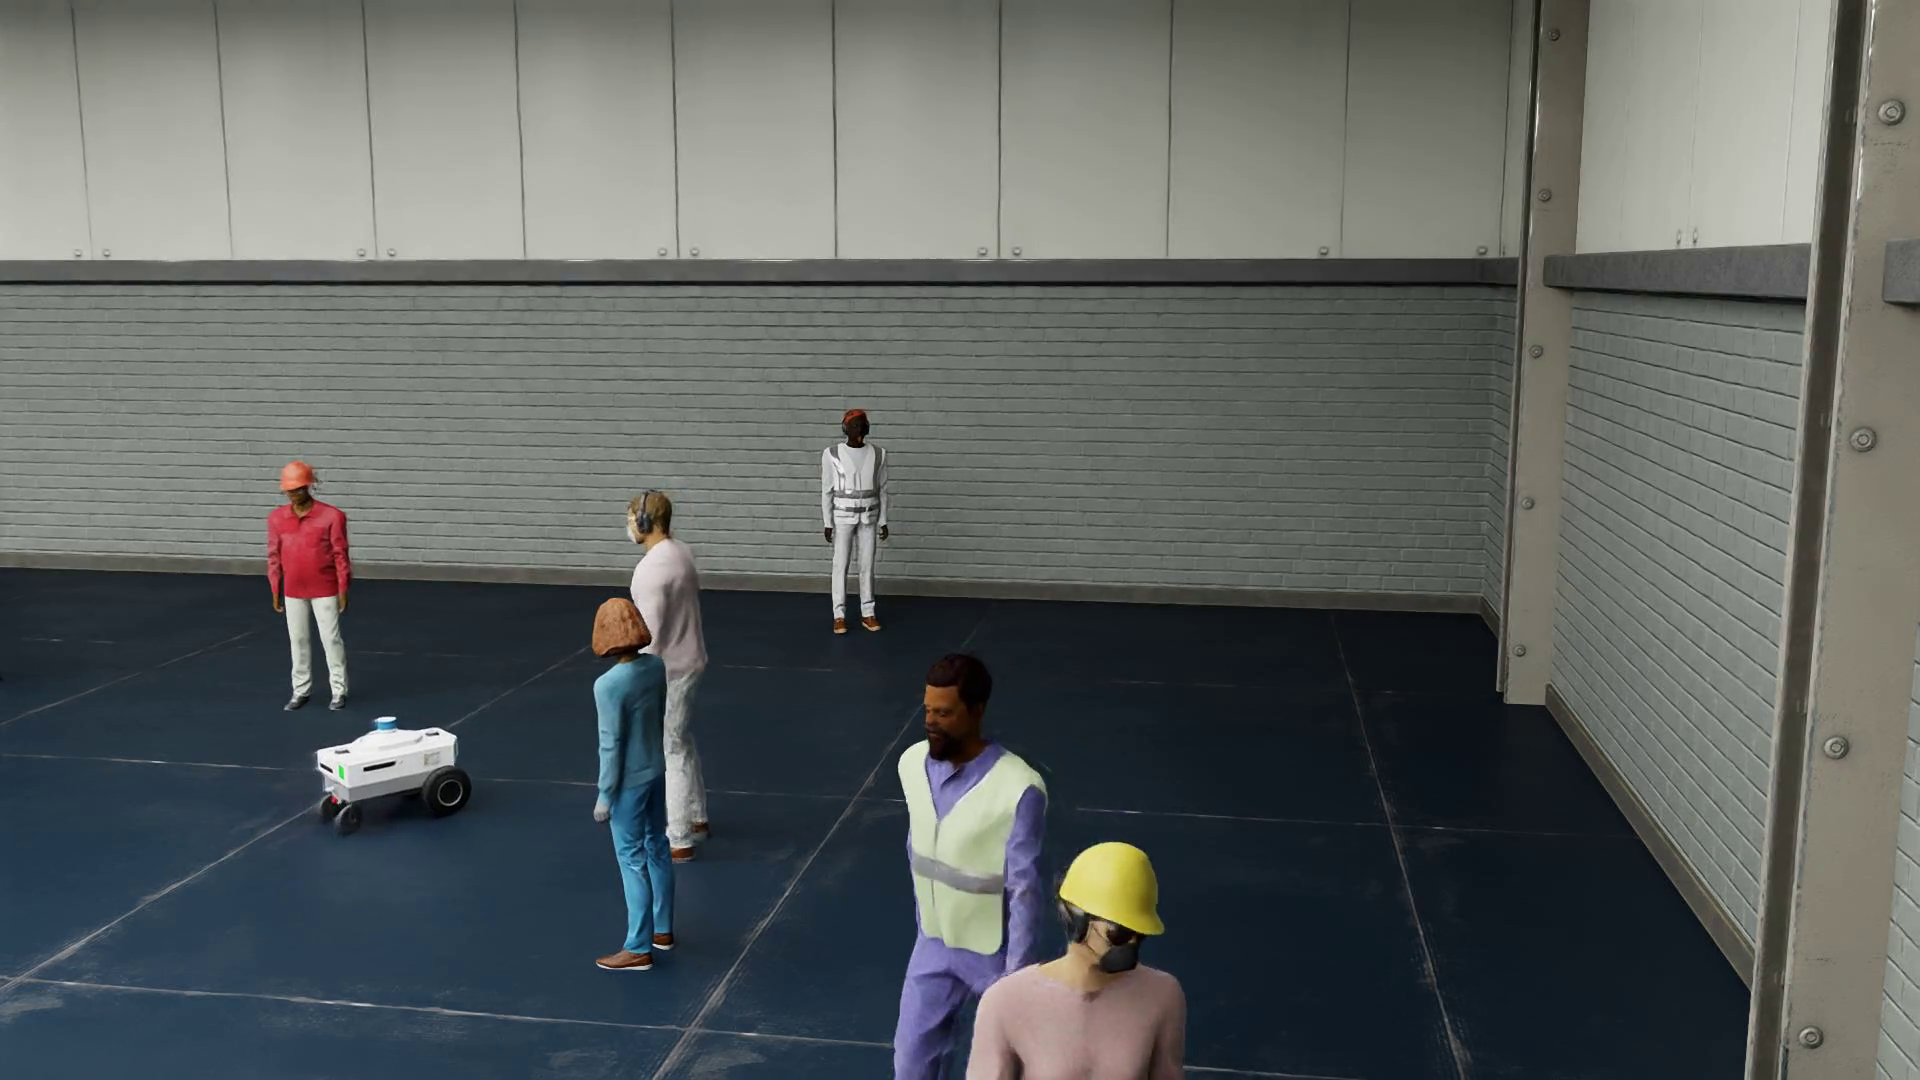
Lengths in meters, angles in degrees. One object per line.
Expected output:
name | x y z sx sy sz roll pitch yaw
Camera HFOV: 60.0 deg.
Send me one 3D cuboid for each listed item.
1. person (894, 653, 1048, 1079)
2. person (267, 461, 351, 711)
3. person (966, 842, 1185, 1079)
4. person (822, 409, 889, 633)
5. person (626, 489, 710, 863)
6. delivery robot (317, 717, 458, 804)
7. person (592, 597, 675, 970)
person | 0.066 1.257 5.290 0.603 1.874 1.015 8 12 42
person | -4.479 0.320 11.440 0.579 1.742 0.360 0 9 2
person | 0.244 1.547 3.926 0.606 1.733 0.570 -2 9 -10
person | -0.876 -0.160 13.967 0.575 1.884 0.355 -4 10 -21
person | -1.512 0.694 8.600 0.406 1.923 0.651 1 9 4
delivery robot | -3.170 1.225 9.224 0.707 0.478 0.477 -8 12 -41
person | -1.434 1.055 7.243 0.285 1.632 0.499 3 10 20
